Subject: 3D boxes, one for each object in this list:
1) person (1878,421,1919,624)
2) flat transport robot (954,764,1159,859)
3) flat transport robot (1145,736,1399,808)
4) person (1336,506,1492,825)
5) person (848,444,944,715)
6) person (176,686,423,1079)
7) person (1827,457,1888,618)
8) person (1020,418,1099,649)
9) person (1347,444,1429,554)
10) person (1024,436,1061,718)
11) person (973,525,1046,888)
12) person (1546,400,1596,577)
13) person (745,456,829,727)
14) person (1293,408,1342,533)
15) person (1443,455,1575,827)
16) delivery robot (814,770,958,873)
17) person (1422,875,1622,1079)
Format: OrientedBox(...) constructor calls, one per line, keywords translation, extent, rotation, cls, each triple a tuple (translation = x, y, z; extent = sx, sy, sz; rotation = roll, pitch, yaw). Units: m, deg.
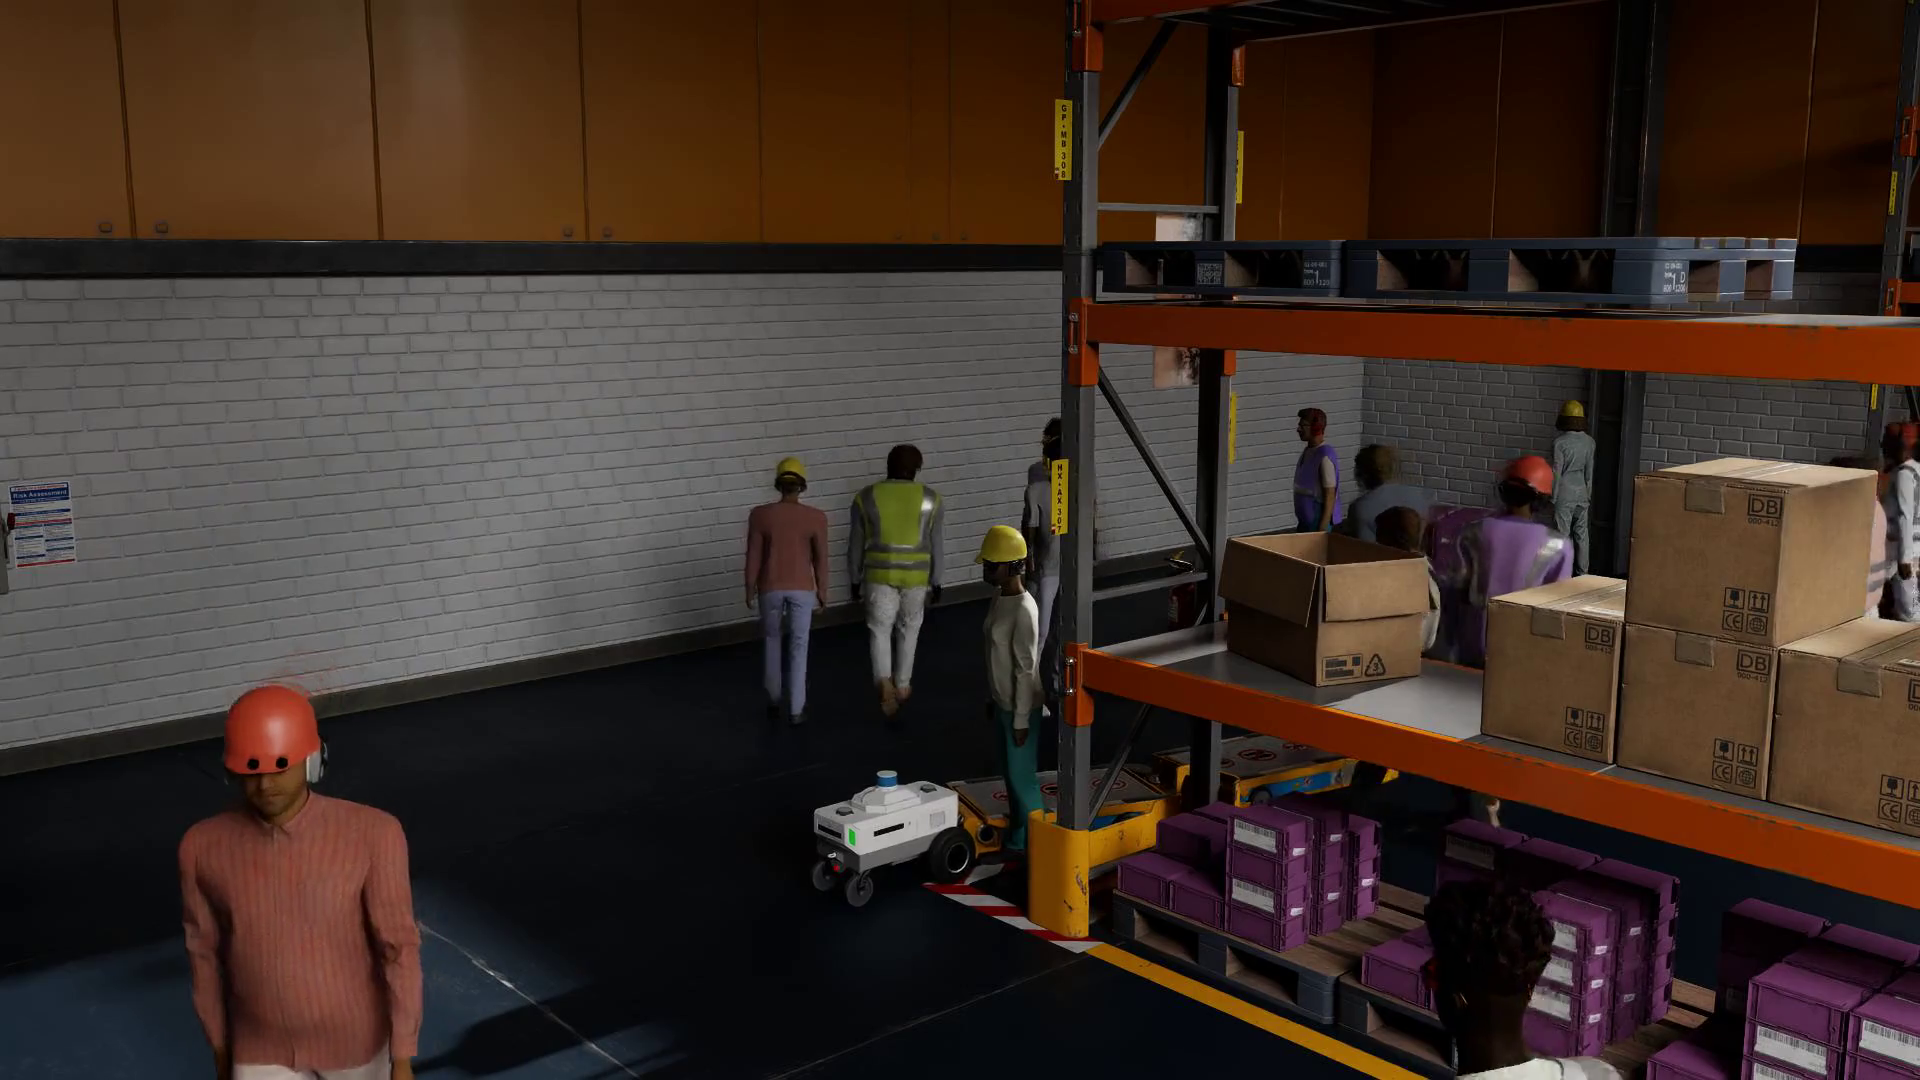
OrientedBox(translation=(6.666, 0.062, 12.065), extent=(0.808, 1.854, 0.584), rotation=(8, 13, 40), cls="person")
OrientedBox(translation=(0.454, 1.416, 8.763), extent=(1.431, 0.197, 0.652), rotation=(-3, 10, -19), cls="flat transport robot")
OrientedBox(translation=(1.746, 1.298, 9.453), extent=(1.431, 0.197, 0.652), rotation=(-6, 11, -31), cls="flat transport robot")
OrientedBox(translation=(2.286, 0.722, 8.449), extent=(1.007, 1.785, 0.542), rotation=(3, 10, 15), cls="person")
OrientedBox(translation=(-0.422, 0.251, 11.120), extent=(0.645, 1.800, 0.858), rotation=(-1, 10, -4), cls="person")
OrientedBox(translation=(-1.725, 1.330, 4.391), extent=(0.627, 1.939, 1.050), rotation=(-1, 10, -9), cls="person")
OrientedBox(translation=(5.579, 0.369, 10.466), extent=(0.621, 1.799, 0.976), rotation=(-8, 12, -39), cls="person")
OrientedBox(translation=(0.701, 0.003, 12.514), extent=(0.527, 1.818, 0.954), rotation=(-4, 10, -22), cls="person")
OrientedBox(translation=(2.612, 0.341, 10.325), extent=(0.657, 1.883, 1.010), rotation=(-4, 11, -24), cls="person")
OrientedBox(translation=(0.641, 0.231, 11.033), extent=(0.532, 1.868, 0.310), rotation=(-7, 12, -35), cls="person")
OrientedBox(translation=(0.231, 0.797, 8.054), extent=(0.348, 1.762, 0.531), rotation=(-2, 10, -13), cls="person")
OrientedBox(translation=(5.507, -0.398, 15.078), extent=(0.492, 1.742, 0.324), rotation=(-4, 11, -24), cls="person")
OrientedBox(translation=(-1.122, 0.330, 10.864), extent=(0.543, 1.727, 0.557), rotation=(0, 10, 1), cls="person")
OrientedBox(translation=(2.823, -0.130, 13.207), extent=(0.373, 1.843, 0.571), rotation=(-1, 10, -5), cls="person")
OrientedBox(translation=(2.851, 0.564, 8.717), extent=(0.640, 2.002, 0.582), rotation=(5, 11, 27), cls="person")
OrientedBox(translation=(-0.353, 1.355, 8.015), extent=(0.707, 0.478, 0.477), rotation=(-8, 13, -41), cls="delivery robot")
OrientedBox(translation=(1.000, 1.567, 3.074), extent=(0.608, 1.922, 0.998), rotation=(-3, 10, -19), cls="person")
